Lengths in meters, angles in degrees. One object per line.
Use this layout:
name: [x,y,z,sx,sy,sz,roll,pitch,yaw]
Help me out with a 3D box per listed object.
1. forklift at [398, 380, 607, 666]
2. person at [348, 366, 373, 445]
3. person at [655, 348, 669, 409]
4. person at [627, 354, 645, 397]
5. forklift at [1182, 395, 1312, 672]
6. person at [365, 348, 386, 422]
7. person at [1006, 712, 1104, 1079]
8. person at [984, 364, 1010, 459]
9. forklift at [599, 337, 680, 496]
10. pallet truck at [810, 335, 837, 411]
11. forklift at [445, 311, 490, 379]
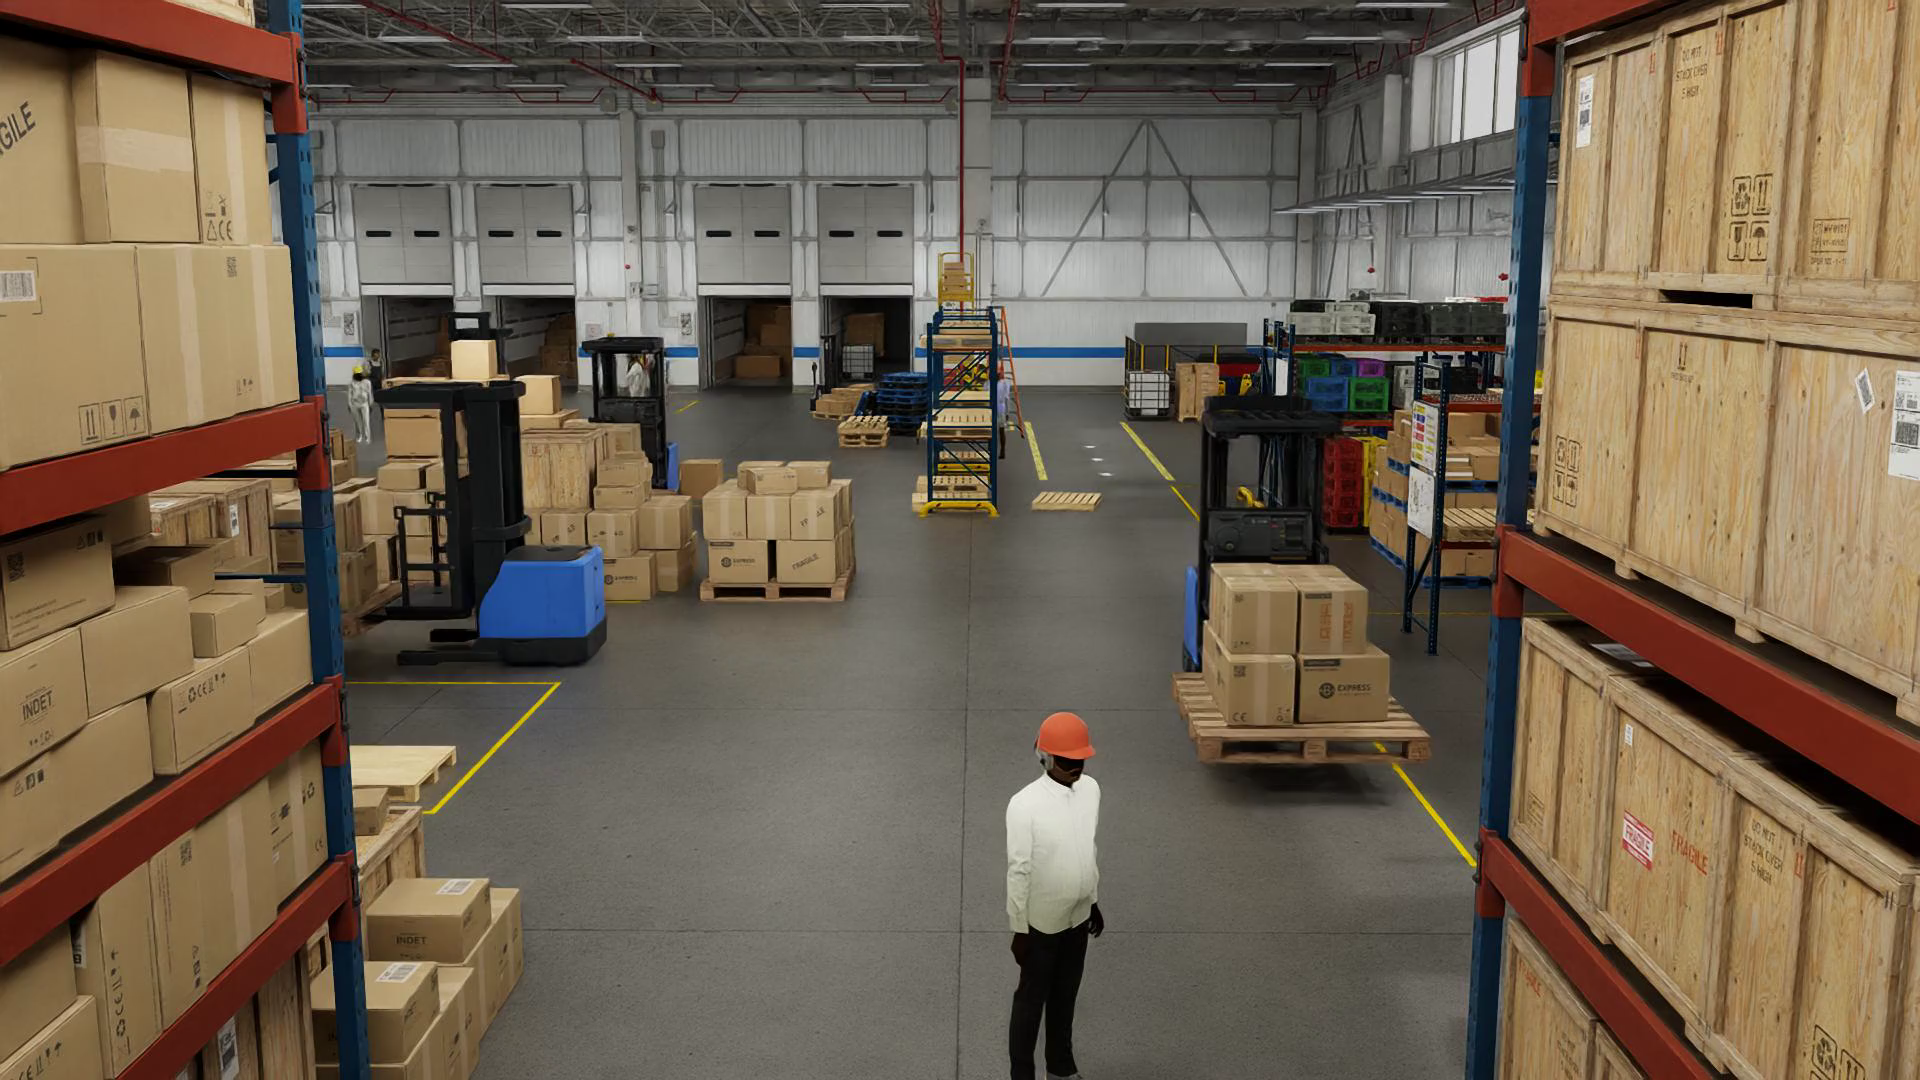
forklift: [-4.653,-0.202,16.866,1.873,2.768,1.129,0,10,1]
person: [-12.993,-2.930,36.042,0.501,1.686,0.854,-2,10,-13]
person: [-7.857,-4.258,43.868,0.538,1.623,0.382,9,13,42]
person: [-7.147,-3.171,36.714,0.376,1.940,0.629,-1,10,-3]
forklift: [2.705,0.061,15.351,1.129,2.768,1.873,0,10,1]
person: [-14.296,-3.781,40.600,0.519,1.819,0.835,-9,13,-42]
person: [0.474,1.784,7.960,0.396,1.993,0.618,10,14,44]
person: [0.730,-2.575,33.334,0.547,1.927,0.390,2,10,13]
forklift: [-5.067,-1.764,25.881,1.129,2.768,1.873,0,10,1]
pallet truck: [-3.021,-4.312,43.126,1.885,1.965,0.823,3,10,17]
forklift: [-10.825,-3.651,36.765,1.129,2.768,1.873,2,10,13]
